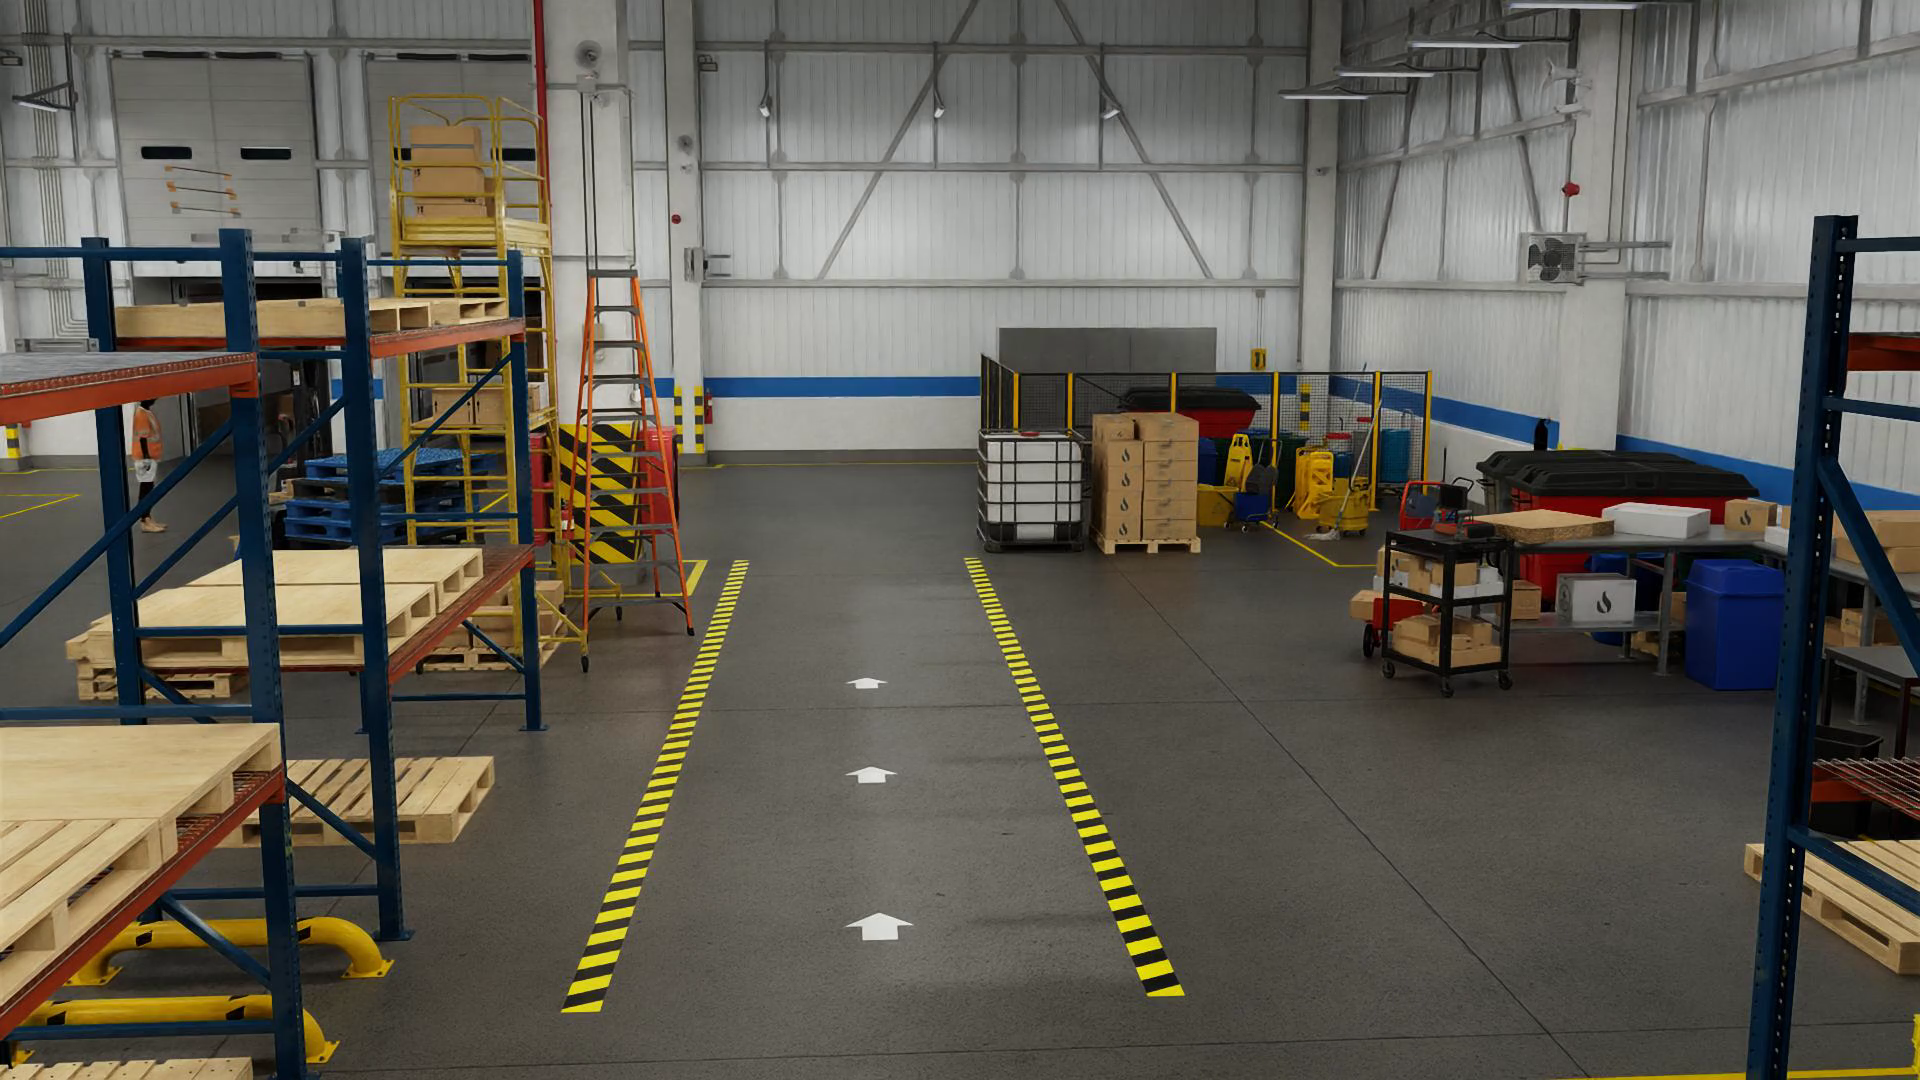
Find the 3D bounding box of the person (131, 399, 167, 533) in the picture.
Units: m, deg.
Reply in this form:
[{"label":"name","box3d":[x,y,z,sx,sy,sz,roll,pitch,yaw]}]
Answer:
[{"label":"person","box3d":[-9.108,-0.927,18.646,0.322,1.699,0.536,-3,10,-19]}]

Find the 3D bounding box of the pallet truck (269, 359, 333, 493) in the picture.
[{"label":"pallet truck","box3d":[-7.062,-1.131,18.996,1.885,1.965,0.823,2,9,13]}]
